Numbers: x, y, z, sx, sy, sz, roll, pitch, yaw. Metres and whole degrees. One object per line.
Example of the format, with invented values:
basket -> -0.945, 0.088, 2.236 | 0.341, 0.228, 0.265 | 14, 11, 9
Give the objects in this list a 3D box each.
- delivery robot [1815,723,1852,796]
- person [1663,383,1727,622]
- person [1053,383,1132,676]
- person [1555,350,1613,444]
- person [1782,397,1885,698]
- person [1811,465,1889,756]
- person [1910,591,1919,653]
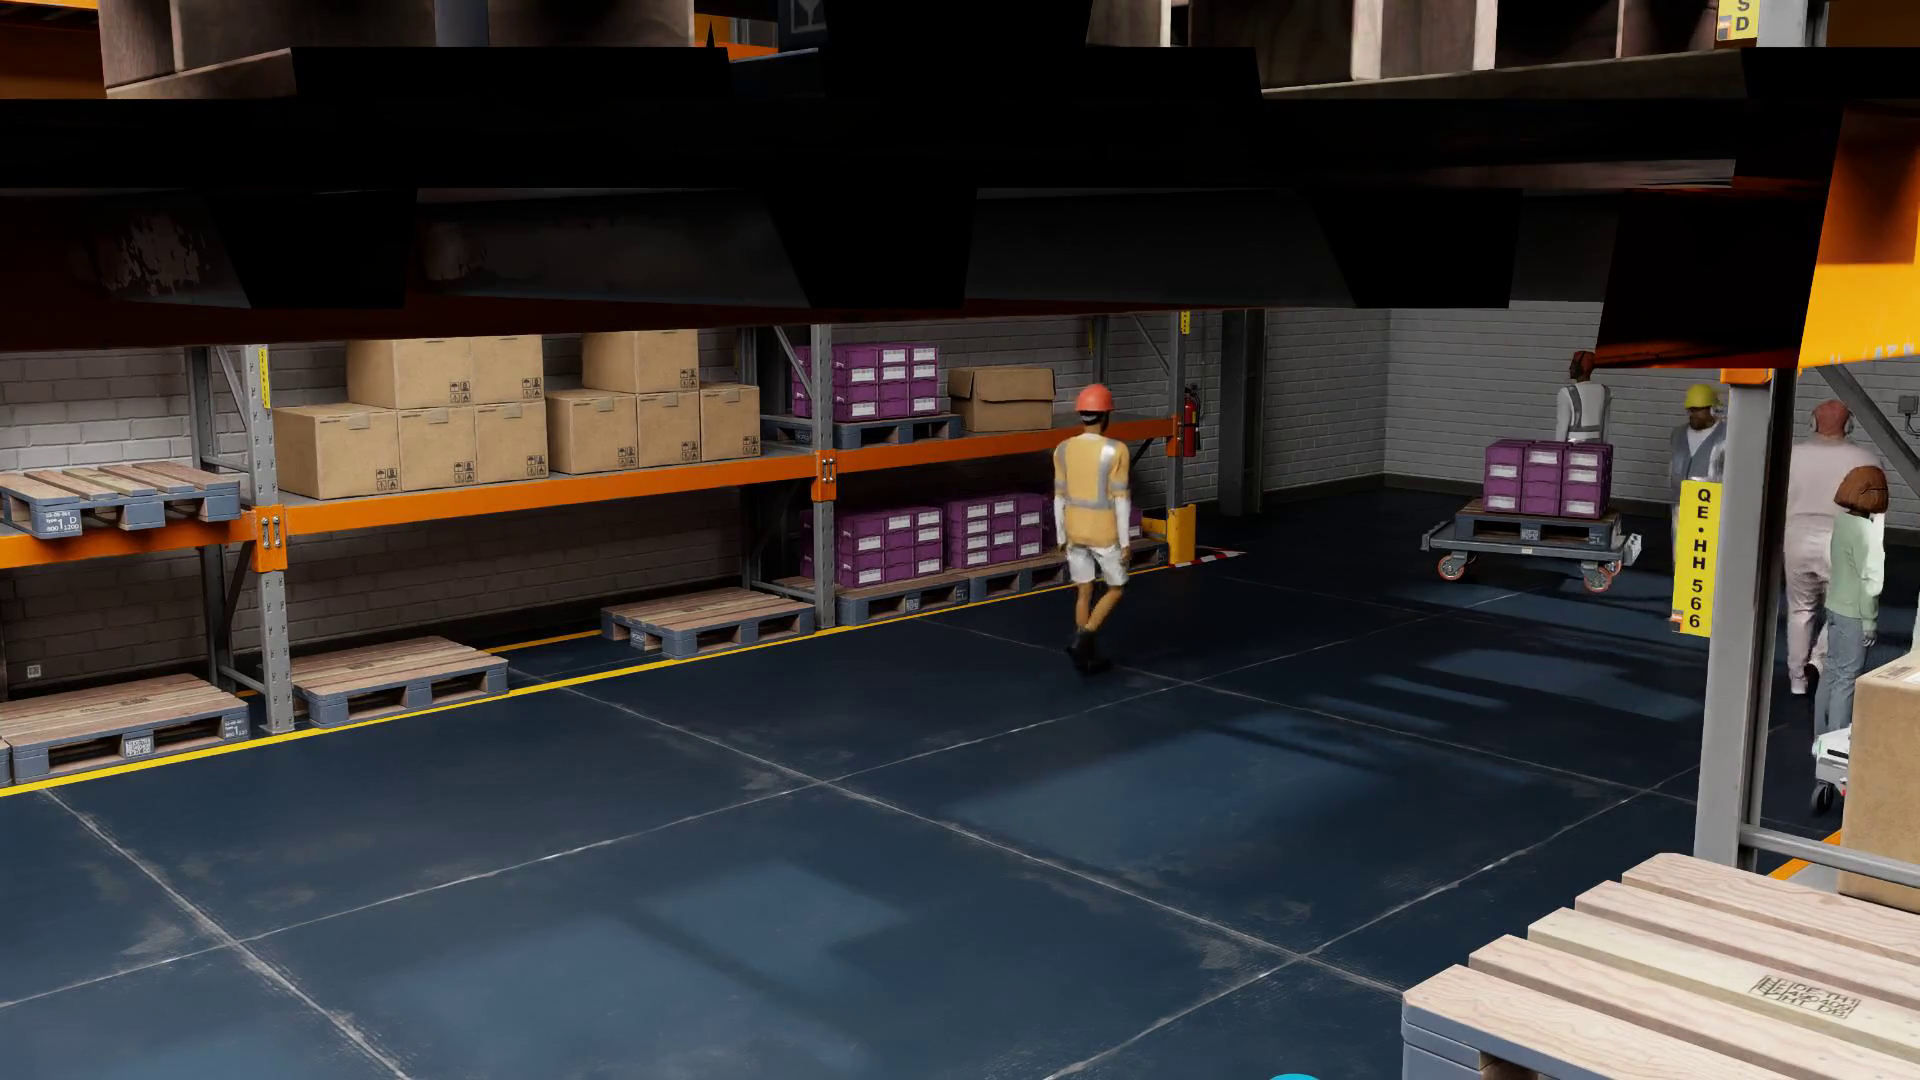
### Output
delivery robot -> 4.538, 1.034, 8.158 | 0.707, 0.478, 0.477 | -6, 11, -32
person -> 5.652, -0.296, 12.583 | 0.770, 1.806, 0.589 | -8, 12, -38
person -> 0.840, -0.042, 10.711 | 0.560, 1.927, 0.521 | 7, 12, 36
person -> 5.654, -0.785, 15.193 | 0.579, 1.884, 0.352 | -4, 10, -21
person -> 5.243, 0.073, 10.136 | 0.668, 1.886, 0.555 | 9, 13, 41
person -> 4.791, 0.412, 8.912 | 0.285, 1.636, 0.500 | 2, 10, 10
person -> 4.224, 0.698, 7.020 | 0.879, 1.713, 0.534 | -7, 12, -35
